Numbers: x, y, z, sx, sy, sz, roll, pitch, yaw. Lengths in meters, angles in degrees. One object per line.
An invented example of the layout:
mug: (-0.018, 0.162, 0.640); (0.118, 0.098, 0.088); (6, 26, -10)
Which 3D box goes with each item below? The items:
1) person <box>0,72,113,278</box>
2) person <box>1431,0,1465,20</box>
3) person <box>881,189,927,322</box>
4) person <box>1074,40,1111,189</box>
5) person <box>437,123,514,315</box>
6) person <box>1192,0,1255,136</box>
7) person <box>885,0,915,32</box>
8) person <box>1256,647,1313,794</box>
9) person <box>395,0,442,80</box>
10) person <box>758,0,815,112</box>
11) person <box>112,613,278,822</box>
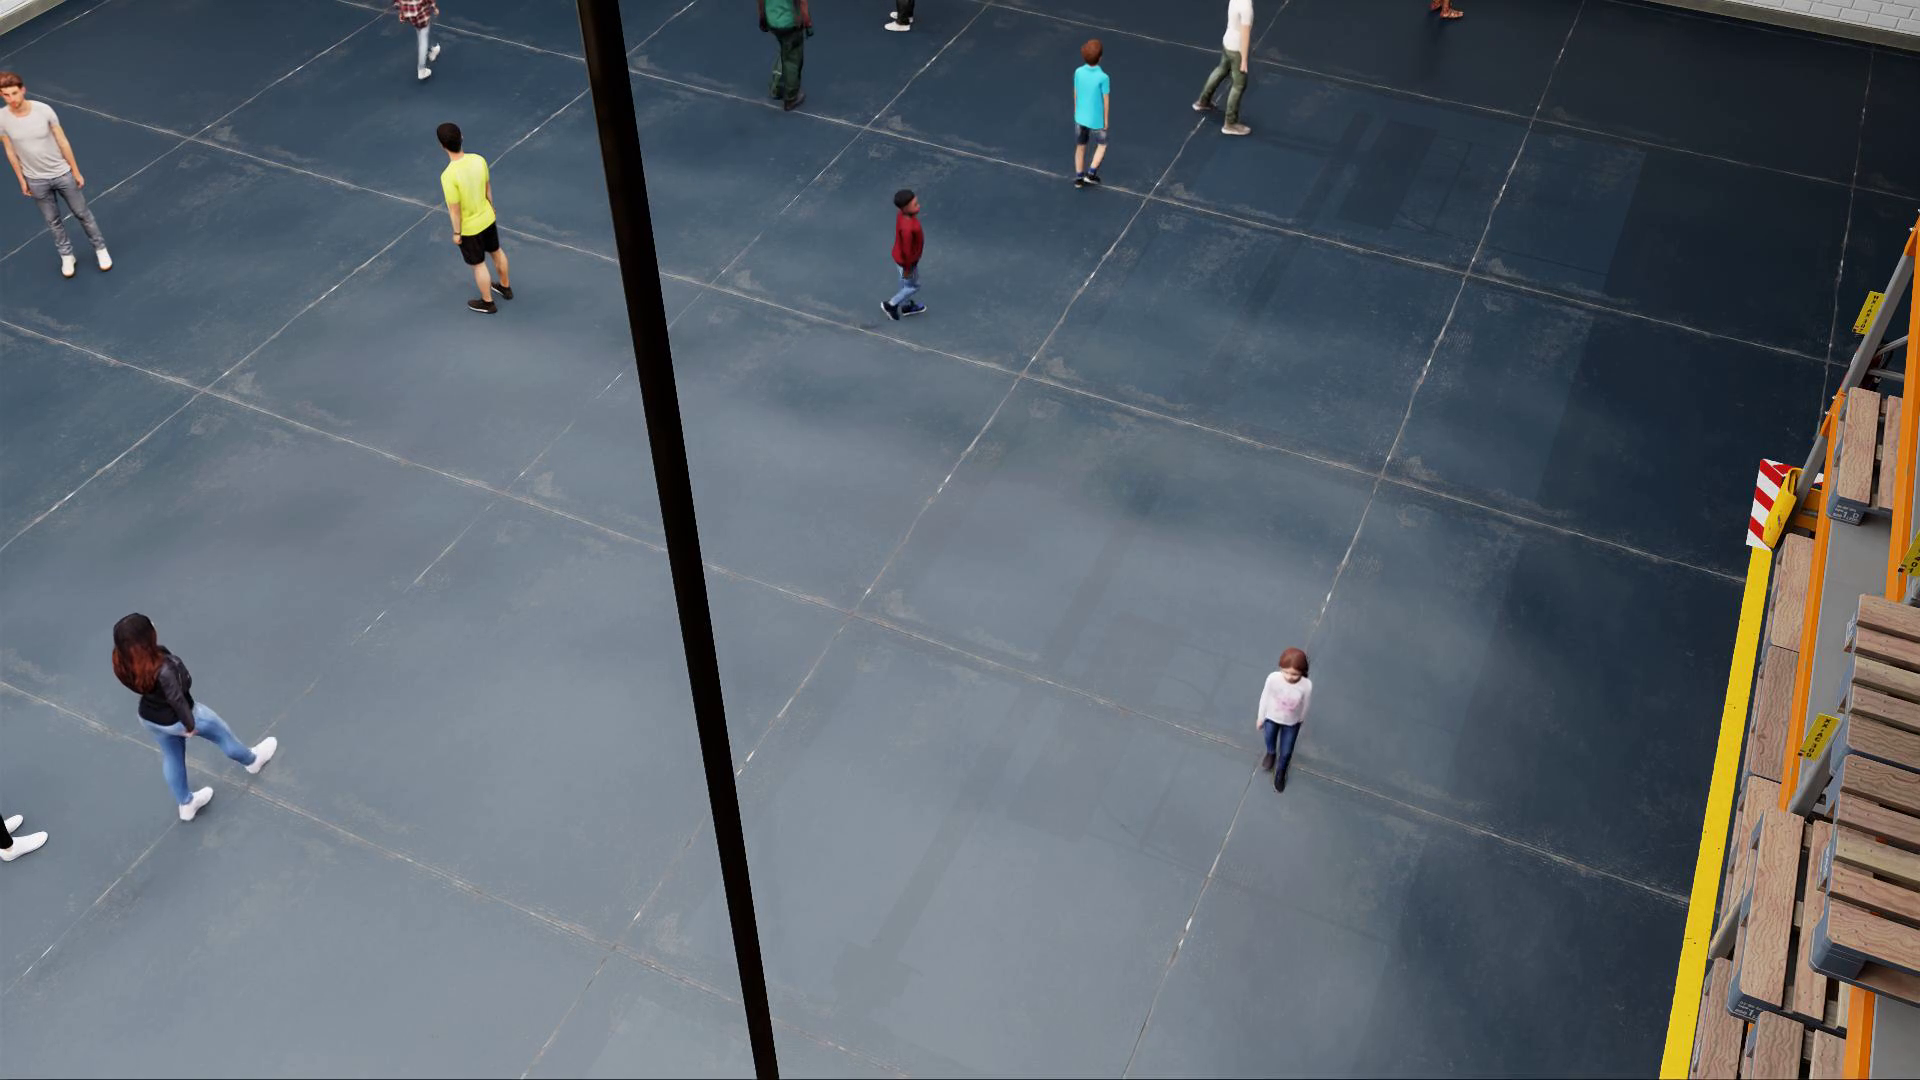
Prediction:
person: (-7.764, -3.135, 14.172); (0.710, 1.892, 0.770); (-14, 45, -14)
person: (5.318, -6.449, 17.777); (0.734, 1.718, 0.652); (-9, 44, -9)
person: (-0.506, -2.356, 13.824); (0.717, 1.246, 0.667); (-7, 44, -7)
person: (1.170, -3.876, 15.279); (0.560, 1.440, 0.552); (23, 48, 23)
person: (-4.032, -2.678, 13.828); (0.710, 1.706, 0.518); (24, 49, 23)
person: (2.669, -4.722, 16.020); (1.017, 1.642, 0.913); (-5, 44, -5)
person: (-0.636, -6.268, 17.520); (0.724, 1.811, 0.514); (13, 45, 14)
person: (2.022, 1.039, 10.366); (0.461, 1.100, 0.566); (15, 46, 16)
person: (-5.545, -5.330, 16.922); (0.647, 1.277, 0.933); (8, 44, 9)
person: (-1.742, -5.000, 16.177); (0.753, 1.828, 0.783); (26, 49, 24)
person: (-4.763, 1.085, 9.947); (0.667, 1.610, 0.930); (16, 46, 16)
